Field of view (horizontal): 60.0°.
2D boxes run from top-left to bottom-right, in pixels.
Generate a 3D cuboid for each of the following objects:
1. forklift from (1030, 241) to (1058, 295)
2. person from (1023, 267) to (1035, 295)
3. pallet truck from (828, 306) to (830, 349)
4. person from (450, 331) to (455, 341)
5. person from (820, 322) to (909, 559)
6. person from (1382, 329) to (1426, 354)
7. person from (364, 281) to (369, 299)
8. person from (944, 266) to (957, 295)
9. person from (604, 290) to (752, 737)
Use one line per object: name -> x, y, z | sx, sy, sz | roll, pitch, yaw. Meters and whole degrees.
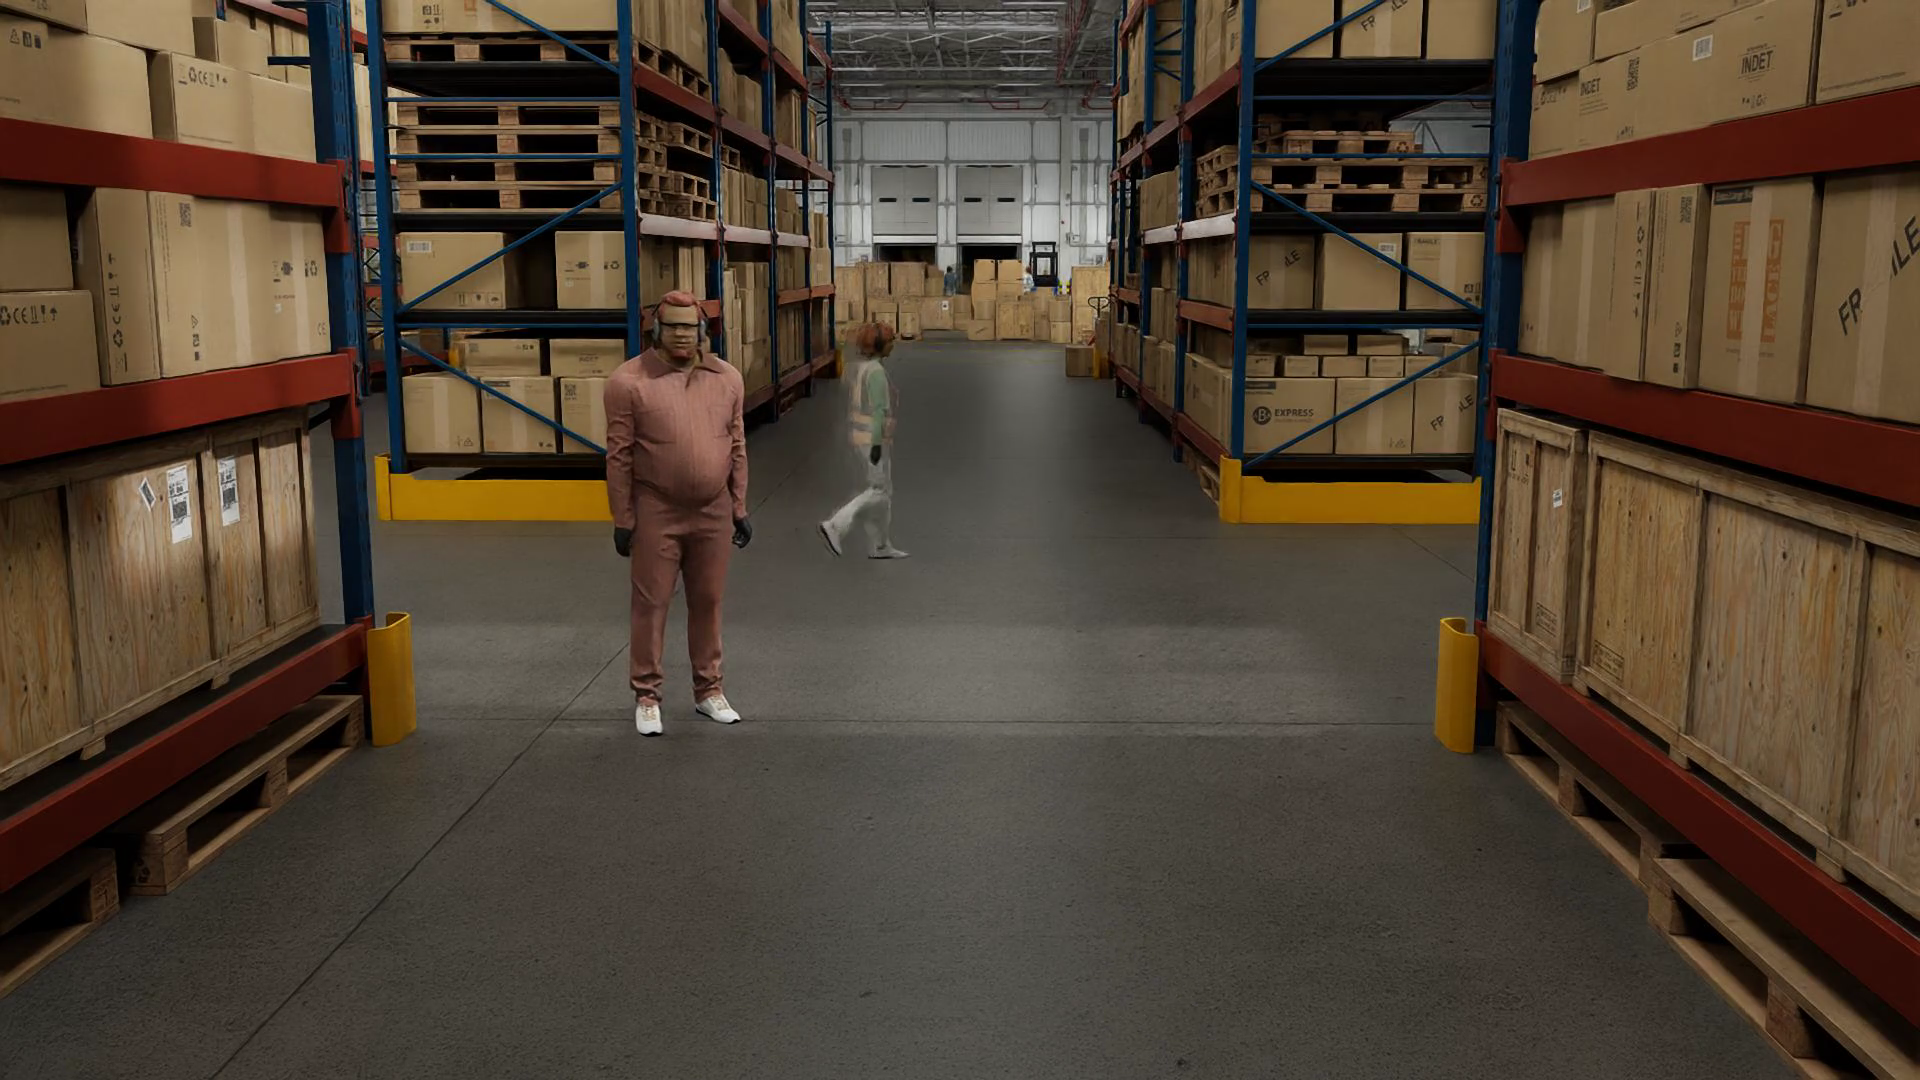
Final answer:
forklift -> 3.224, -10.092, 64.012 | 1.129, 2.768, 1.873 | 0, 9, 1
person -> 2.677, -9.605, 64.165 | 0.596, 1.851, 0.662 | -4, 10, -23
pallet truck -> -3.100, -3.940, 29.800 | 1.885, 1.965, 0.823 | 3, 10, 19
person -> -11.511, -5.093, 36.970 | 1.026, 1.906, 0.620 | -4, 10, -21
person -> -0.639, -0.653, 11.221 | 0.532, 1.626, 0.522 | -2, 10, -10
person -> 5.274, -2.309, 19.895 | 0.605, 2.045, 0.380 | -3, 10, -18
person -> -21.419, -8.762, 59.596 | 0.402, 1.680, 0.555 | 3, 10, 17
person -> -0.361, -9.477, 63.257 | 0.647, 1.913, 0.933 | -7, 12, -34
person -> -1.191, -0.117, 7.181 | 0.645, 1.905, 0.400 | -6, 11, -30
